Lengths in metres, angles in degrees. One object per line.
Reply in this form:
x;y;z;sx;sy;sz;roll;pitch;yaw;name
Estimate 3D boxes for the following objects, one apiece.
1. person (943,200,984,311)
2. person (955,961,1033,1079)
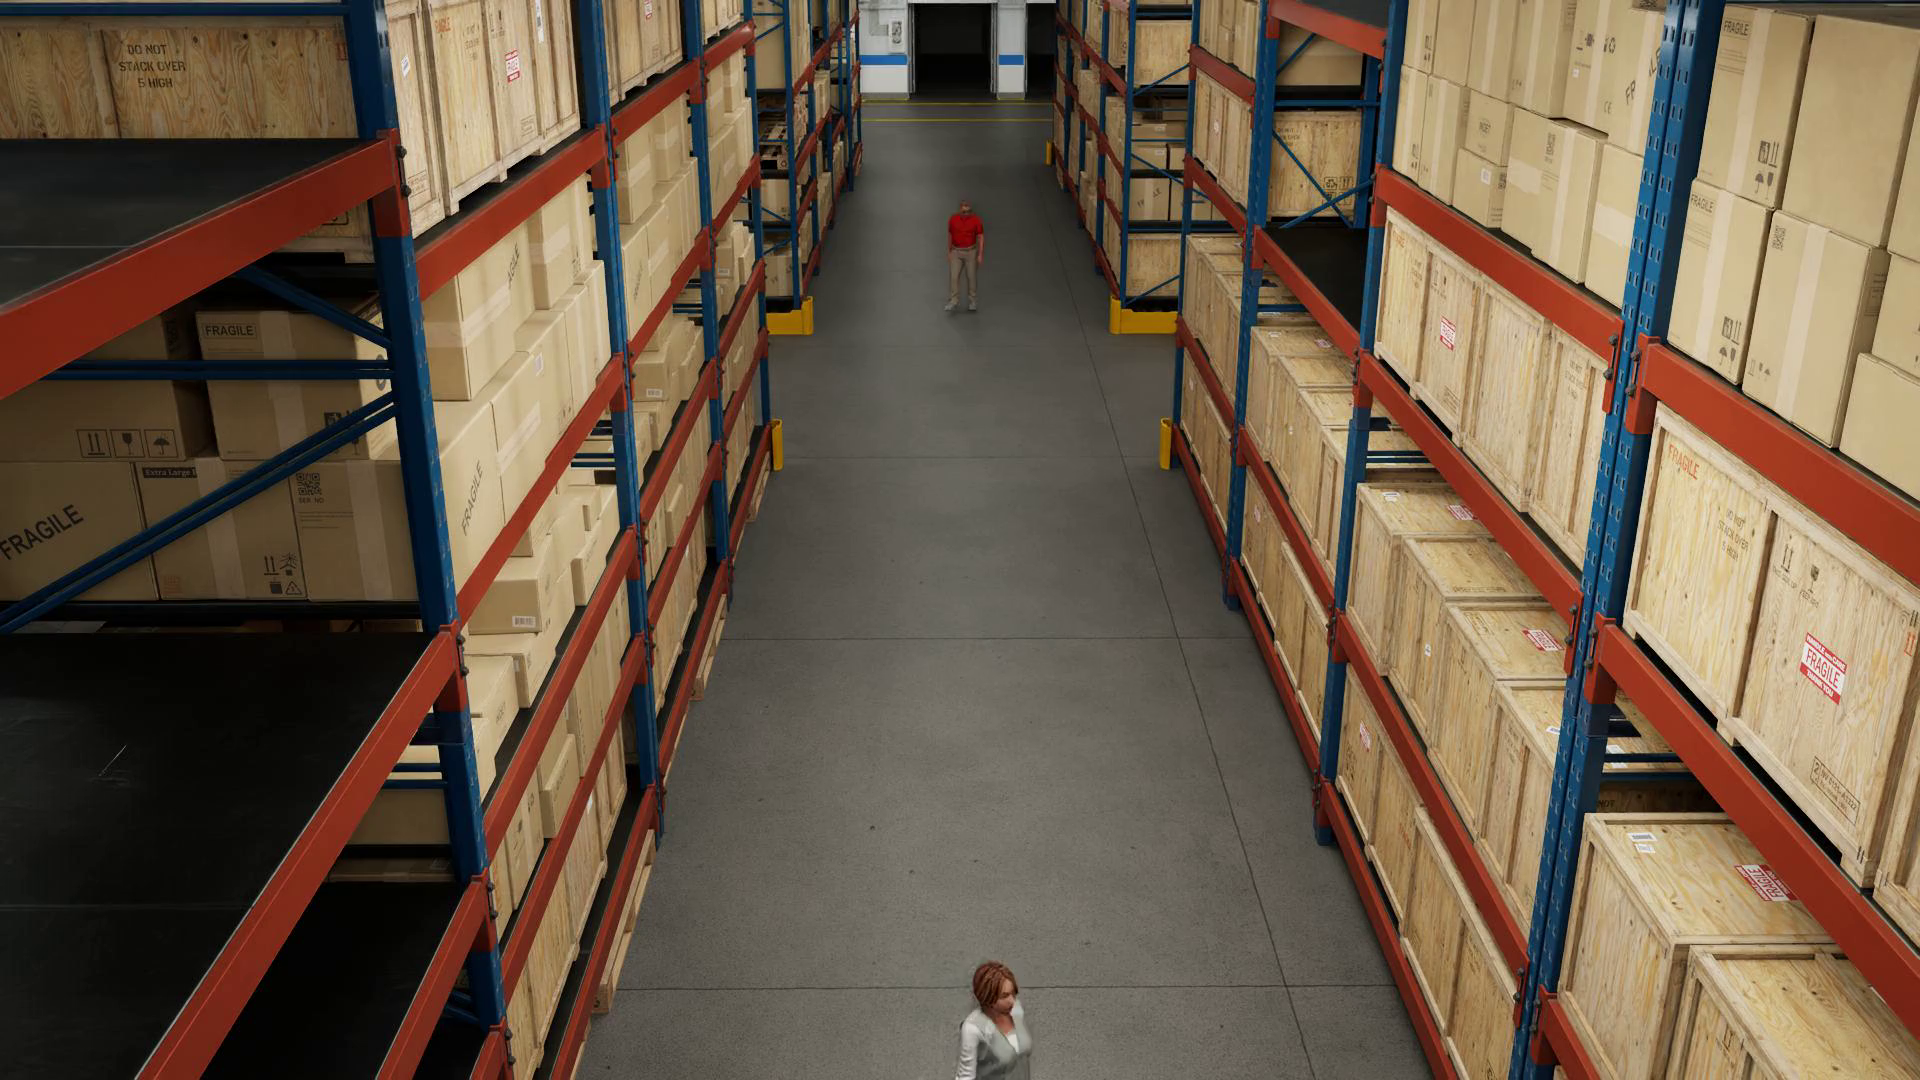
0.057;-4.362;25.615;0.584;1.707;0.743;4;22;10;person
0.200;2.707;7.875;0.364;1.628;0.422;15;26;33;person
